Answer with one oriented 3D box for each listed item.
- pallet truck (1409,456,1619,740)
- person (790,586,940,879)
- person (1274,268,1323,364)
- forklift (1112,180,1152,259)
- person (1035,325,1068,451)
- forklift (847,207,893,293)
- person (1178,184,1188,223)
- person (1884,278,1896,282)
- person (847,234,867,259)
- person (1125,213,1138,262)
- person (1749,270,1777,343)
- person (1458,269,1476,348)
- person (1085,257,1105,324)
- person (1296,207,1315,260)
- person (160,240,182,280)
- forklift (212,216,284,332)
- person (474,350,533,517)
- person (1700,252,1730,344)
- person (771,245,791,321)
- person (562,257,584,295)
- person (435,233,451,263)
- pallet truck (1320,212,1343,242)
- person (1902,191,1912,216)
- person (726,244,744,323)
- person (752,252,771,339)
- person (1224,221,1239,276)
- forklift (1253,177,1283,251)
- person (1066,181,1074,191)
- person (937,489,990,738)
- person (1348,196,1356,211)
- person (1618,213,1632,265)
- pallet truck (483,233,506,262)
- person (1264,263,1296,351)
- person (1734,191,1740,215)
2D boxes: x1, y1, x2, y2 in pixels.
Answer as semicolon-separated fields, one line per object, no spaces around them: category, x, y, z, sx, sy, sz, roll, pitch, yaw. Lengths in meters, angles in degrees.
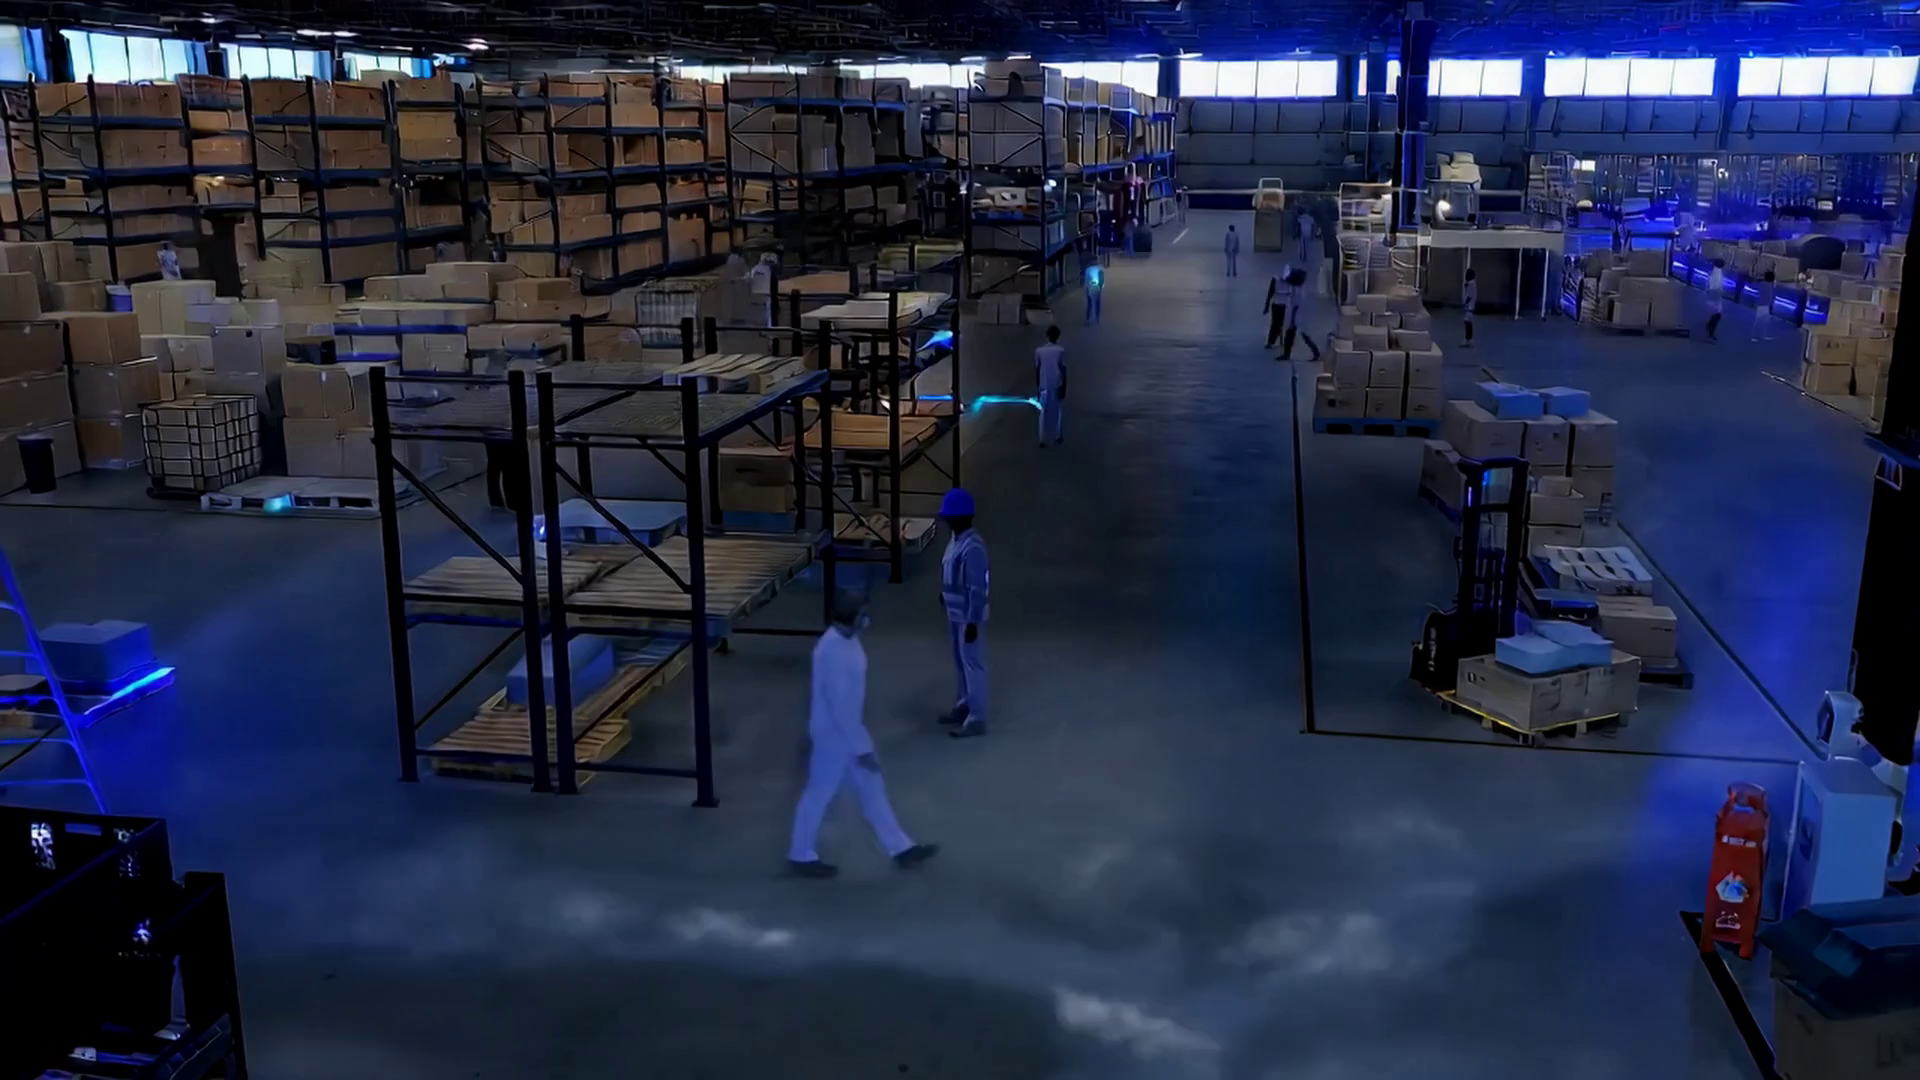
pallet truck;4.504;0.400;13.395;0.823;1.965;1.885;-6;15;-23
person;-0.616;1.219;10.300;1.009;1.890;0.646;2;14;10
person;6.877;-4.491;33.424;0.983;1.925;0.622;4;14;16
forklift;6.082;-11.722;60.796;1.873;2.768;1.129;2;14;9
person;1.336;-2.254;24.556;0.535;1.819;1.003;4;14;14
forklift;-2.187;-6.524;39.693;1.129;2.768;1.873;3;14;10
person;11.279;-17.001;84.145;0.604;1.949;0.389;-7;16;-27
person;17.415;-4.030;31.608;0.966;1.904;0.540;5;15;21
person;-2.750;-7.115;43.961;0.641;1.977;0.476;4;14;14
person;6.096;-10.803;59.387;0.458;1.752;0.534;-1;14;-6
person;17.872;-5.159;36.754;0.714;1.604;0.533;2;14;10
person;11.006;-5.020;36.022;0.319;1.696;0.532;3;14;13
person;3.242;-6.010;40.177;0.515;1.629;0.444;6;15;23
person;12.587;-11.183;60.646;0.673;1.881;0.785;3;14;12
person;-21.645;-7.382;45.666;0.539;1.672;0.763;-7;16;-27
forklift;-15.464;-5.432;35.258;1.873;2.768;1.129;-4;14;-15
person;-5.538;-1.309;20.248;0.674;2.000;0.537;10;17;36
person;16.604;-5.306;36.518;0.412;2.030;0.654;5;15;18
person;-4.378;-6.287;40.795;0.929;1.878;0.607;-6;15;-22
person;-9.344;-6.017;40.206;0.524;1.631;0.318;-1;14;-3
person;-14.408;-7.633;46.360;0.430;1.836;0.638;4;14;16
pallet truck;15.874;-13.227;70.310;0.680;1.201;1.601;10;17;35
person;44.543;-15.516;78.088;0.724;1.964;0.627;7;15;25
person;-5.458;-6.244;40.549;0.415;1.908;0.689;2;14;7
person;-4.402;-5.535;37.613;0.629;1.940;0.379;-10;17;-36
person;8.740;-9.393;53.638;0.533;1.765;0.329;-6;15;-23
forklift;12.083;-12.747;64.956;1.129;2.768;1.873;3;14;10
person;5.891;-18.653;90.901;0.654;1.921;0.561;1;14;3
person;0.032;0.559;12.861;0.402;1.944;0.605;-3;14;-12
person;19.590;-16.547;82.942;0.513;1.639;0.313;2;14;9
person;23.227;-10.506;58.052;0.403;1.817;0.601;10;17;35
pallet truck;-11.832;-7.026;43.548;1.885;1.965;0.823;8;16;28
person;6.881;-4.985;35.562;0.604;1.847;0.927;-7;15;-25
person;37.322;-15.995;79.889;0.392;2.034;0.605;2;14;8
